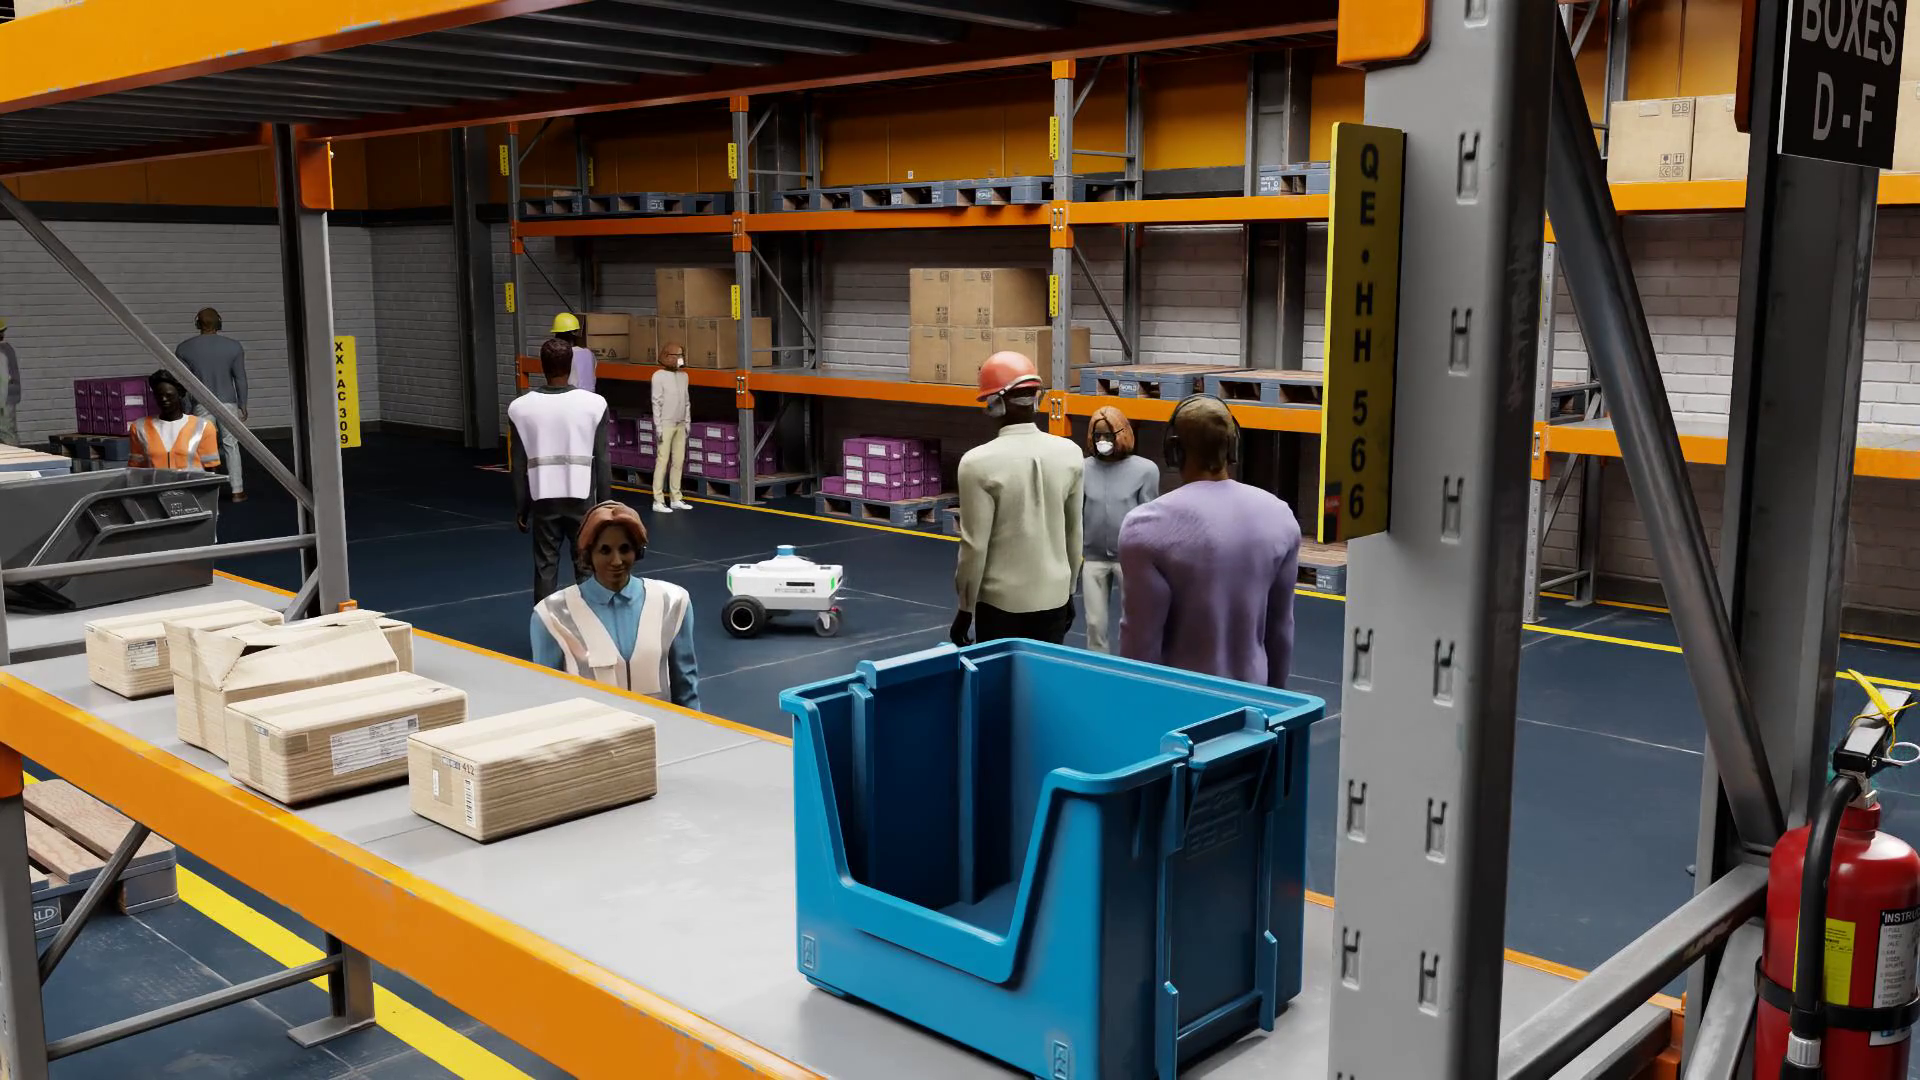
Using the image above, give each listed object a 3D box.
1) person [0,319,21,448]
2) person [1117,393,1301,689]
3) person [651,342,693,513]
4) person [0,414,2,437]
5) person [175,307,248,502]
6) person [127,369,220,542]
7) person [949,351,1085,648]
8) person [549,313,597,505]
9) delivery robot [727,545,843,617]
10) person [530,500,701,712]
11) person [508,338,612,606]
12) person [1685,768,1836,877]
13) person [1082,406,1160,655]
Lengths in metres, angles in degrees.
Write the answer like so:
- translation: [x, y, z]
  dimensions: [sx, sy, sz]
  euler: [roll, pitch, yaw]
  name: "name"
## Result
- translation: [-10.281, -1.494, 17.811]
  dimensions: [0.404, 1.829, 0.600]
  euler: [-4, 10, -23]
  name: "person"
- translation: [0.755, 0.516, 5.162]
  dimensions: [0.633, 1.936, 0.353]
  euler: [-4, 10, -25]
  name: "person"
- translation: [-2.750, -1.075, 15.883]
  dimensions: [0.292, 1.630, 0.499]
  euler: [6, 11, 33]
  name: "person"
- translation: [-9.483, -1.083, 15.948]
  dimensions: [0.529, 1.611, 0.568]
  euler: [-6, 11, -34]
  name: "person"
- translation: [-7.372, -1.325, 16.448]
  dimensions: [0.631, 1.940, 0.372]
  euler: [-3, 10, -21]
  name: "person"
- translation: [-4.916, -0.222, 10.430]
  dimensions: [0.532, 1.695, 0.319]
  euler: [-3, 10, -16]
  name: "person"
- translation: [0.226, 0.230, 6.766]
  dimensions: [0.611, 1.986, 0.392]
  euler: [-6, 11, -33]
  name: "person"
- translation: [-3.550, -1.119, 15.264]
  dimensions: [0.398, 1.919, 0.592]
  euler: [4, 10, 22]
  name: "person"
- translation: [-1.106, 0.277, 10.570]
  dimensions: [0.707, 0.478, 0.477]
  euler: [1, 9, 4]
  name: "delivery robot"
- translation: [-1.034, 0.689, 5.036]
  dimensions: [0.514, 1.634, 0.311]
  euler: [-5, 10, -27]
  name: "person"
- translation: [-2.358, -0.233, 9.861]
  dimensions: [0.581, 1.911, 0.392]
  euler: [-1, 9, -7]
  name: "person"
- translation: [3.147, 0.426, 6.289]
  dimensions: [0.660, 1.745, 0.532]
  euler: [0, 9, 1]
  name: "person"
- translation: [0.777, 0.121, 8.550]
  dimensions: [0.510, 1.622, 0.295]
  euler: [3, 10, 20]
  name: "person"
